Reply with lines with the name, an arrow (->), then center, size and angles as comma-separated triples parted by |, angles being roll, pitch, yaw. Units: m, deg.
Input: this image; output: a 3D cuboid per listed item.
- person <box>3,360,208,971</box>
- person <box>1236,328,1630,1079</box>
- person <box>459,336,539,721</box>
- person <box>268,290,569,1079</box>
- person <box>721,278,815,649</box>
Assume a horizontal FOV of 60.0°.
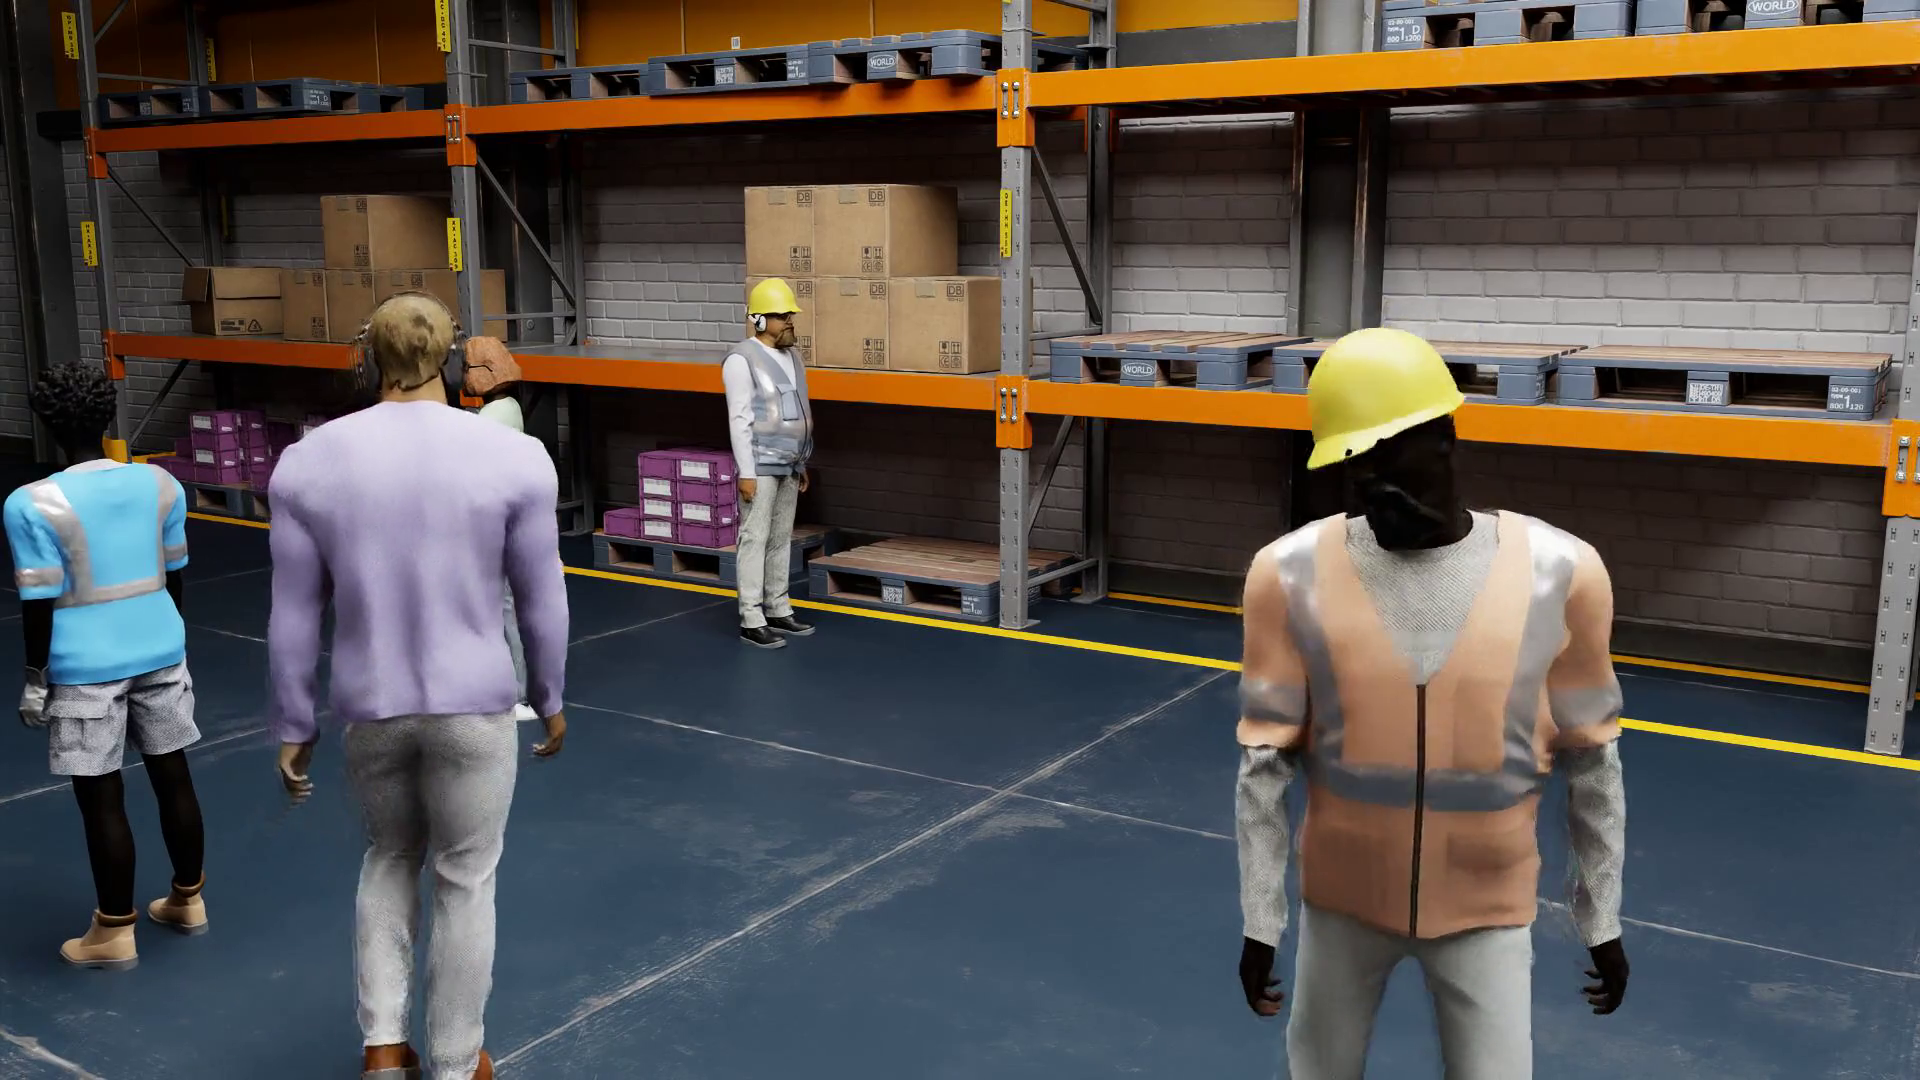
person -> -2.372, 0.350, 4.640 | 0.322, 1.698, 0.534 | 5, 11, 26
person -> 0.802, 0.593, 2.849 | 0.660, 1.905, 0.483 | 3, 11, 16
person -> -1.943, -0.045, 7.042 | 0.288, 1.626, 0.497 | -1, 10, -6
person -> -1.223, 0.394, 3.825 | 0.634, 1.910, 0.468 | 0, 10, -1
person -> -0.937, -0.389, 8.357 | 0.404, 1.835, 0.587 | 5, 11, 26
